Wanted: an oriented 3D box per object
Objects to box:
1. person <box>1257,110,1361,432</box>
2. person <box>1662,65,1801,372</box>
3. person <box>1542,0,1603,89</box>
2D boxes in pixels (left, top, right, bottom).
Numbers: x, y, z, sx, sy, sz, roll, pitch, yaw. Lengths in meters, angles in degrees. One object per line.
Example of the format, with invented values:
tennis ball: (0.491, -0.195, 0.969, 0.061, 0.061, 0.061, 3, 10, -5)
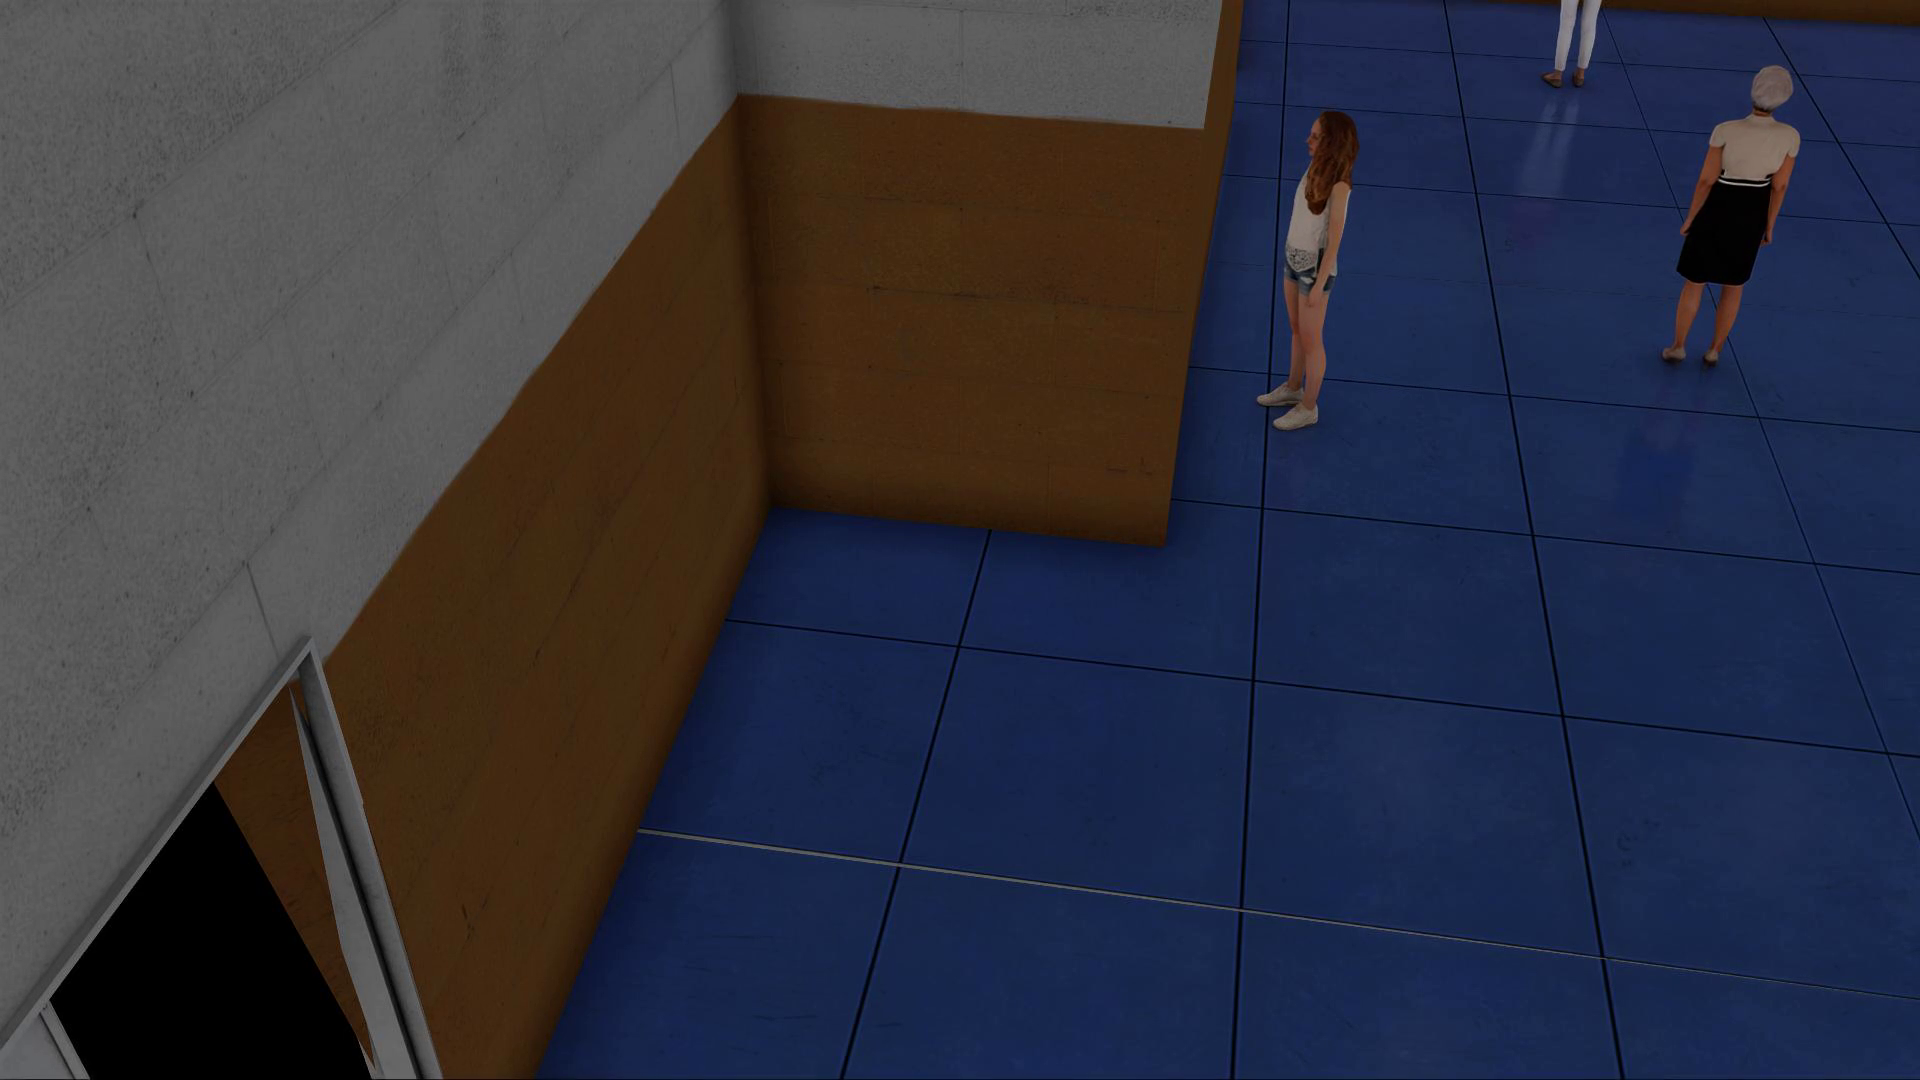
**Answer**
person: (1.839, -1.394, 8.642, 0.622, 1.759, 0.639, -6, 37, -8)
person: (4.201, -1.726, 9.089, 0.478, 1.754, 0.708, 8, 38, 11)
person: (4.711, -4.253, 12.505, 0.491, 1.696, 0.627, 1, 37, 1)
